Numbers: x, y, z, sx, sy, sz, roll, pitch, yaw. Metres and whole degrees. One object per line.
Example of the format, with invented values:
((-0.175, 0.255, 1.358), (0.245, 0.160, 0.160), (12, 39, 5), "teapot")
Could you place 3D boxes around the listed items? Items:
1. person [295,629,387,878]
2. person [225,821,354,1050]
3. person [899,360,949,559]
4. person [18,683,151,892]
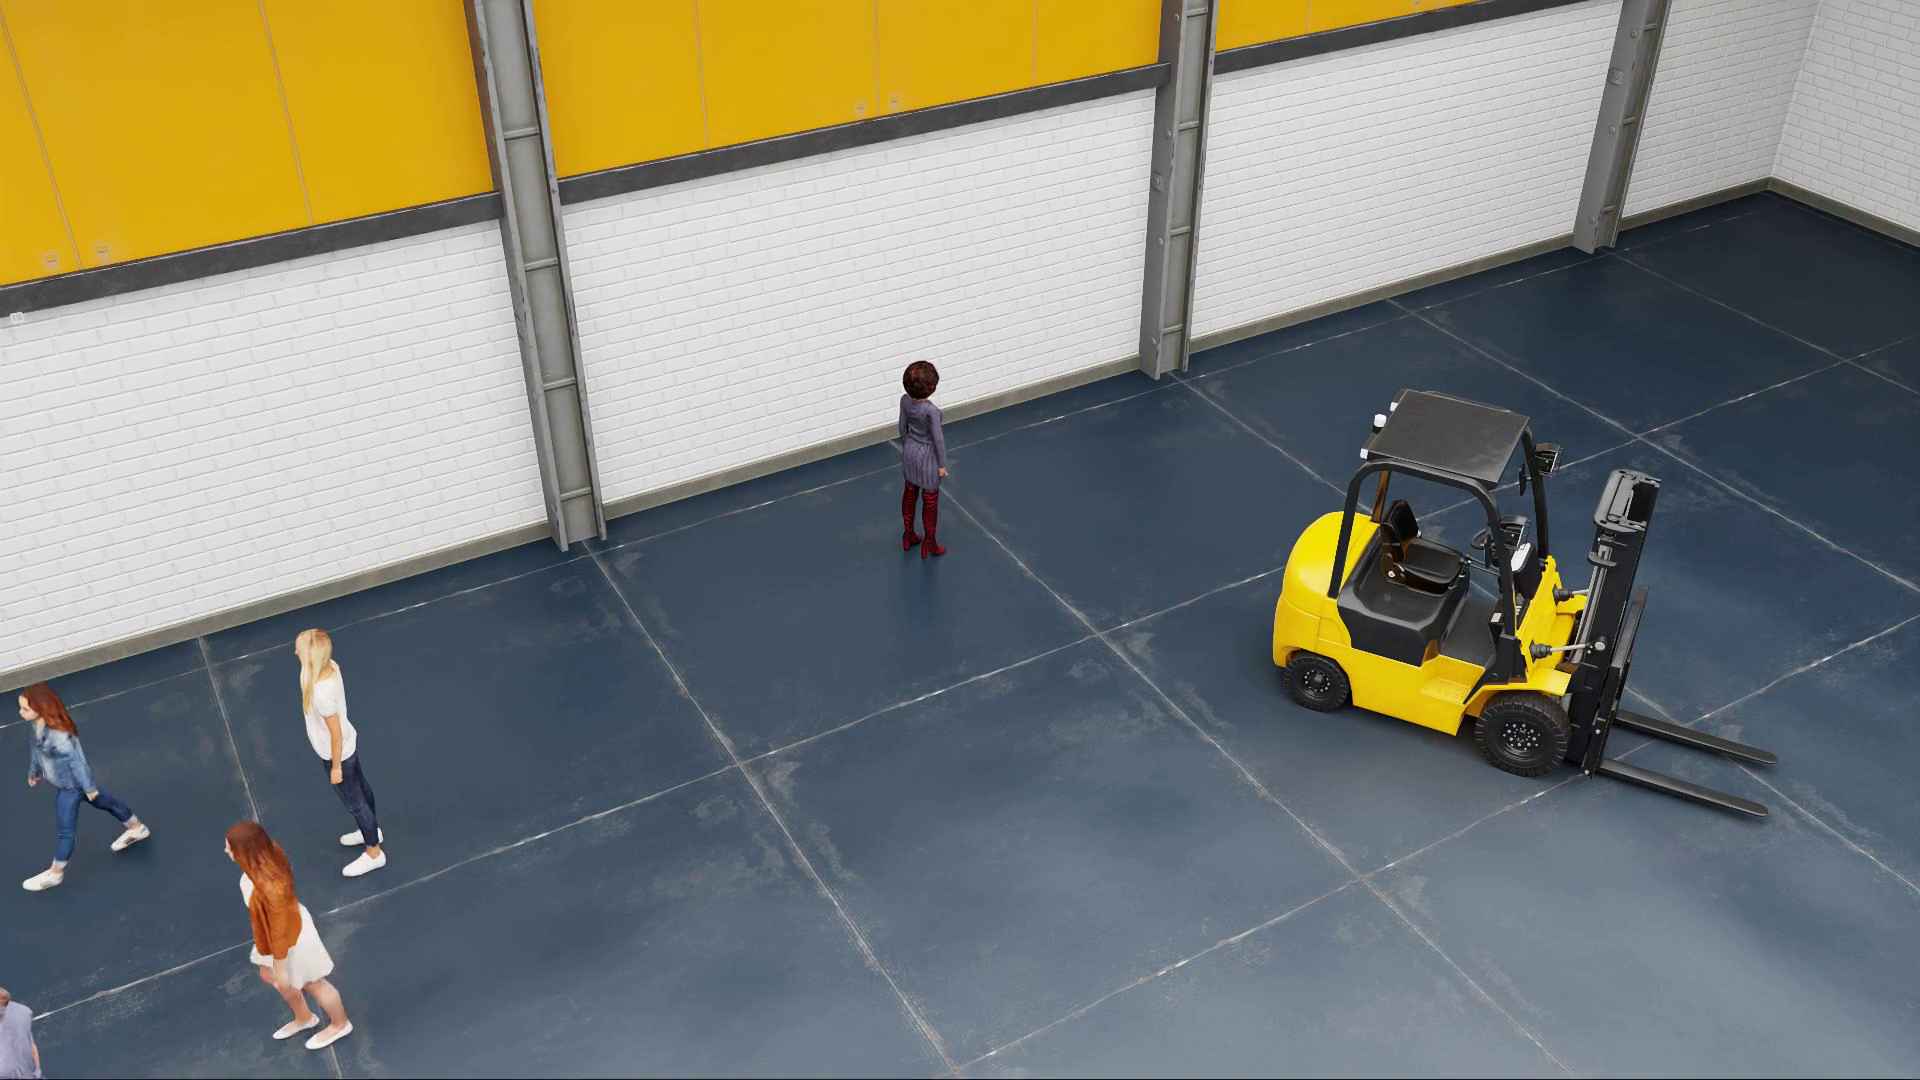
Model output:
((-3.835, 1.292, 10.302), (0.560, 1.809, 0.636), (-11, 35, -16), "person")
((-3.593, 2.141, 9.117), (0.615, 1.706, 0.631), (-18, 38, -25), "person")
((-0.310, -0.646, 13.307), (0.649, 1.710, 0.608), (27, 42, 34), "person")
((-5.480, 1.455, 10.395), (1.056, 1.433, 0.708), (-27, 42, -34), "person")
